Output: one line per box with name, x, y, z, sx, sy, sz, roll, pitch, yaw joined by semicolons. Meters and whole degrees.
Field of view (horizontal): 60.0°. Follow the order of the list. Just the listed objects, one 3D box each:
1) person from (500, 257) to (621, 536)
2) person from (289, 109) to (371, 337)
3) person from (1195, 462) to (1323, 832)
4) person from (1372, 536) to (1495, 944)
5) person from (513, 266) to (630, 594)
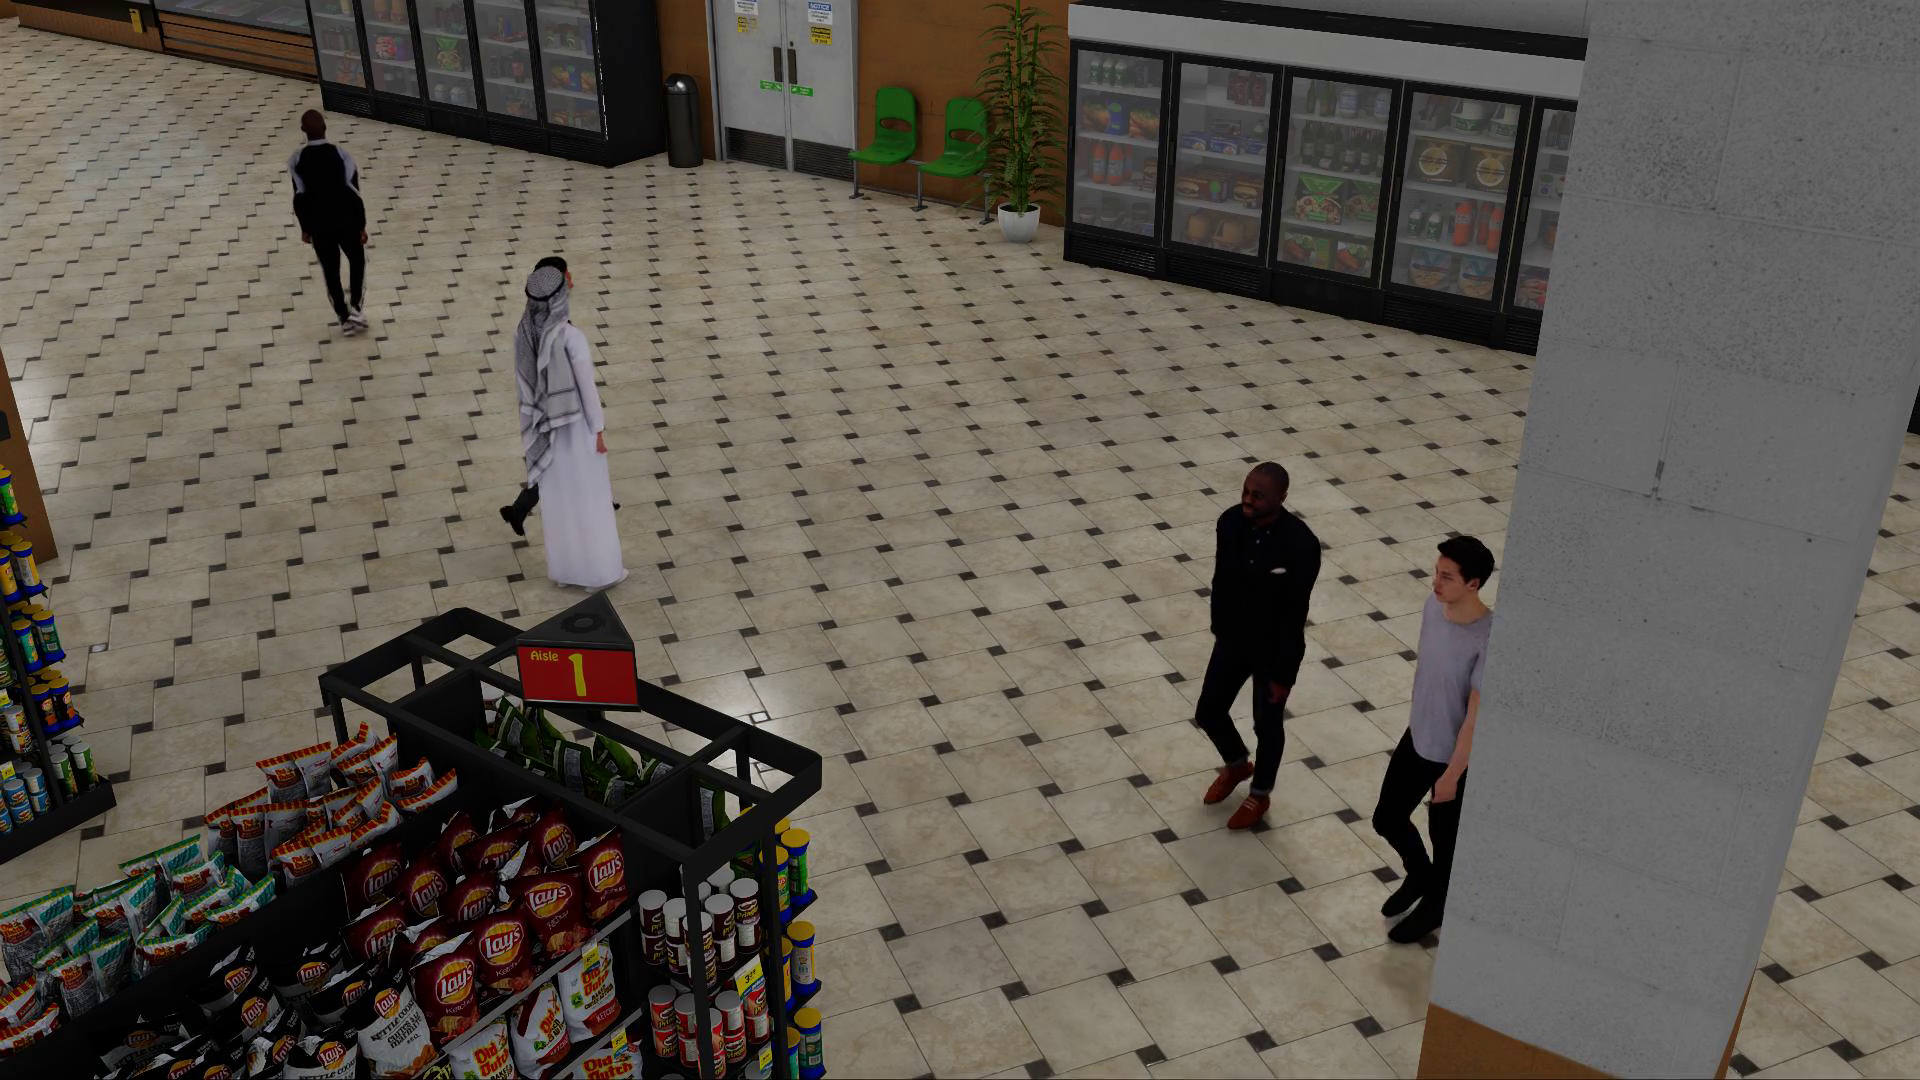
person;-2.486;-0.813;9.987;1.137;1.753;0.880;-19;33;-33
person;-4.991;-2.487;13.218;0.805;1.818;0.878;-7;28;-13
person;1.393;0.458;7.421;0.747;1.807;0.696;23;35;37
person;2.019;0.819;6.665;0.800;1.848;0.777;-12;29;-23
person;-2.238;-0.611;9.398;0.740;1.926;0.692;13;29;23
